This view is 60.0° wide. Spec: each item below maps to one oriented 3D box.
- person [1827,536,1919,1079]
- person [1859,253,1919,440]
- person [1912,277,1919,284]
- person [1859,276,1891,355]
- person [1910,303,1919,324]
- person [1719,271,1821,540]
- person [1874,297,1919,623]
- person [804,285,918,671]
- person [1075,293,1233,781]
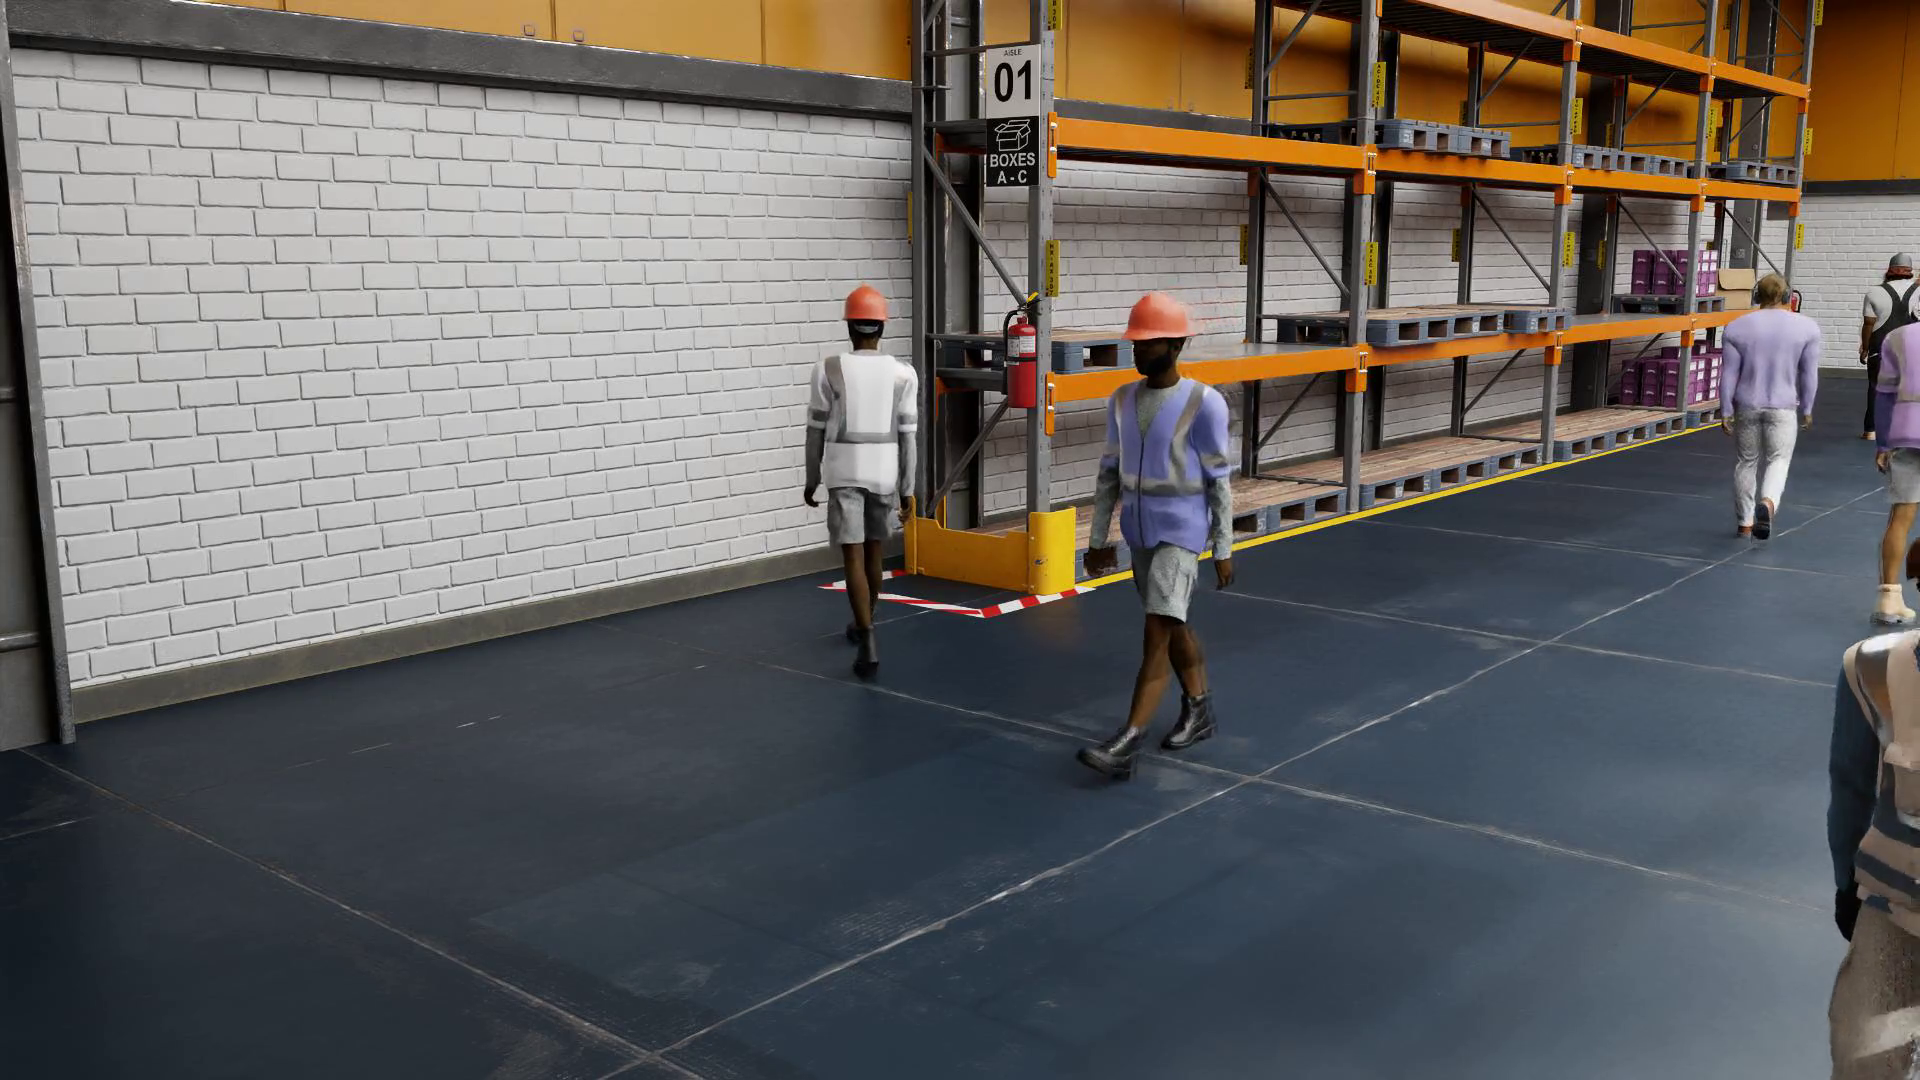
[{"bbox_3d":[1.866,0.742,3.123,0.524,1.594,0.840,9,13,42],"label":"person"},{"bbox_3d":[10.103,-2.093,17.999,0.674,2.000,0.535,4,11,22],"label":"person"},{"bbox_3d":[12.473,-2.663,21.714,0.726,1.872,0.505,3,10,14],"label":"person"},{"bbox_3d":[11.254,-2.371,20.199,0.581,1.825,1.017,6,12,30],"label":"person"},{"bbox_3d":[9.571,-1.706,16.259,0.604,1.884,0.949,2,10,9],"label":"person"},{"bbox_3d":[5.669,-0.926,11.717,0.635,1.918,0.708,5,11,28],"label":"person"},{"bbox_3d":[5.426,-0.540,9.288,0.983,1.982,0.633,-10,14,-44],"label":"person"},{"bbox_3d":[-0.478,-0.322,8.333,0.544,1.899,0.976,-3,10,-18],"label":"person"},{"bbox_3d":[0.764,-0.021,6.617,0.995,1.889,0.563,-10,14,-44],"label":"person"}]
